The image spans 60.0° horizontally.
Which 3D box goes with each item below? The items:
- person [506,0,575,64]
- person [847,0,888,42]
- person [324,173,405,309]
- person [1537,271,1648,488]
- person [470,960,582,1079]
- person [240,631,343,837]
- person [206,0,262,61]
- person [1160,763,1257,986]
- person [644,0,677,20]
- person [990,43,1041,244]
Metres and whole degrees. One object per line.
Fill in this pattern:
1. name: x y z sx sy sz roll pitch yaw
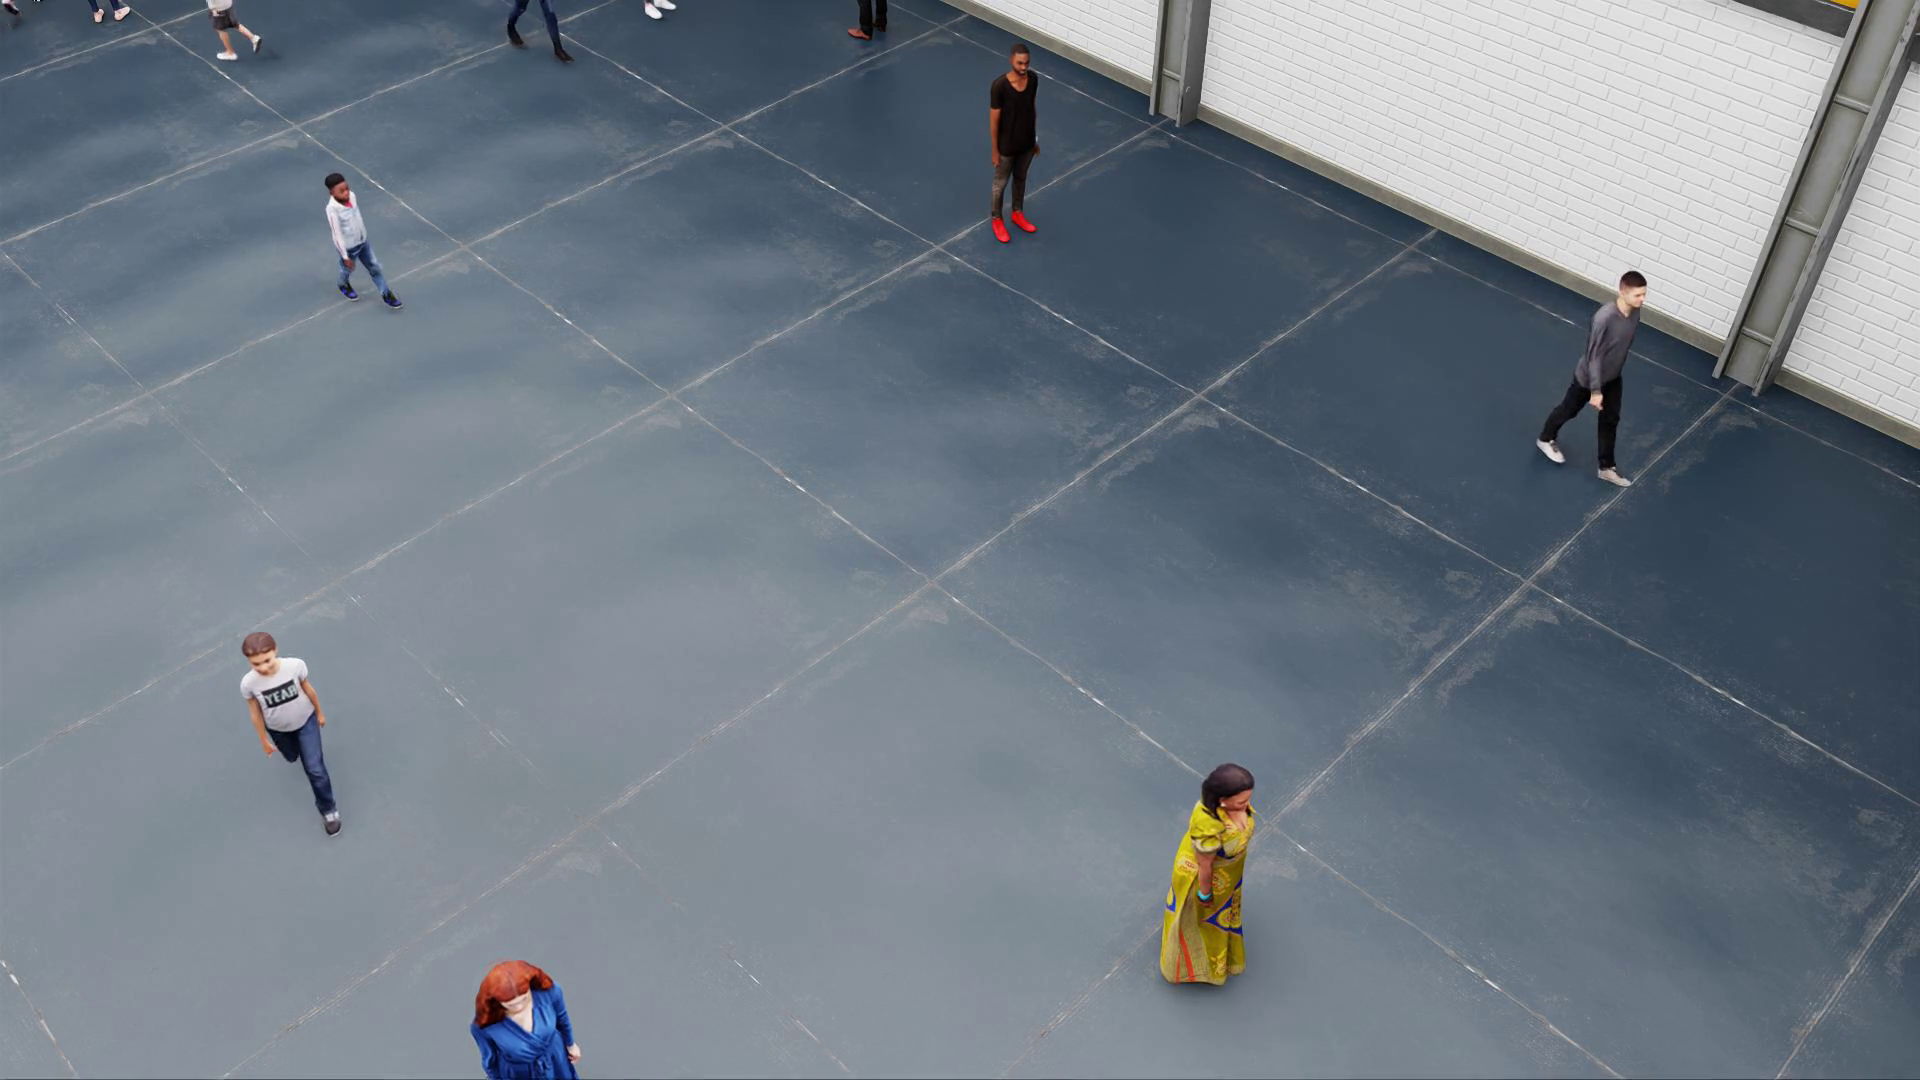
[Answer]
1. person: -4.465 -5.738 16.932 1.204 1.707 0.738 29 51 27
2. person: -0.958 -6.081 17.257 0.613 1.754 0.671 29 51 27
3. person: -5.122 -2.511 13.885 0.927 1.236 0.640 22 48 22
4. person: 4.609 -1.252 12.209 0.797 1.726 1.088 -21 48 -21
5. person: -2.077 2.568 8.128 0.653 1.824 0.636 -25 49 -24
6. person: -4.016 1.036 9.944 0.765 1.537 1.077 -18 46 -18
7. person: -7.526 -5.515 17.018 0.807 1.264 0.716 6 44 7
8. person: 1.365 1.778 9.076 0.956 1.659 0.976 15 46 15
9. person: -3.295 -6.452 17.632 0.610 1.775 0.655 23 48 22
10. person: 0.466 -3.491 14.501 0.681 1.806 0.589 -25 49 -24
